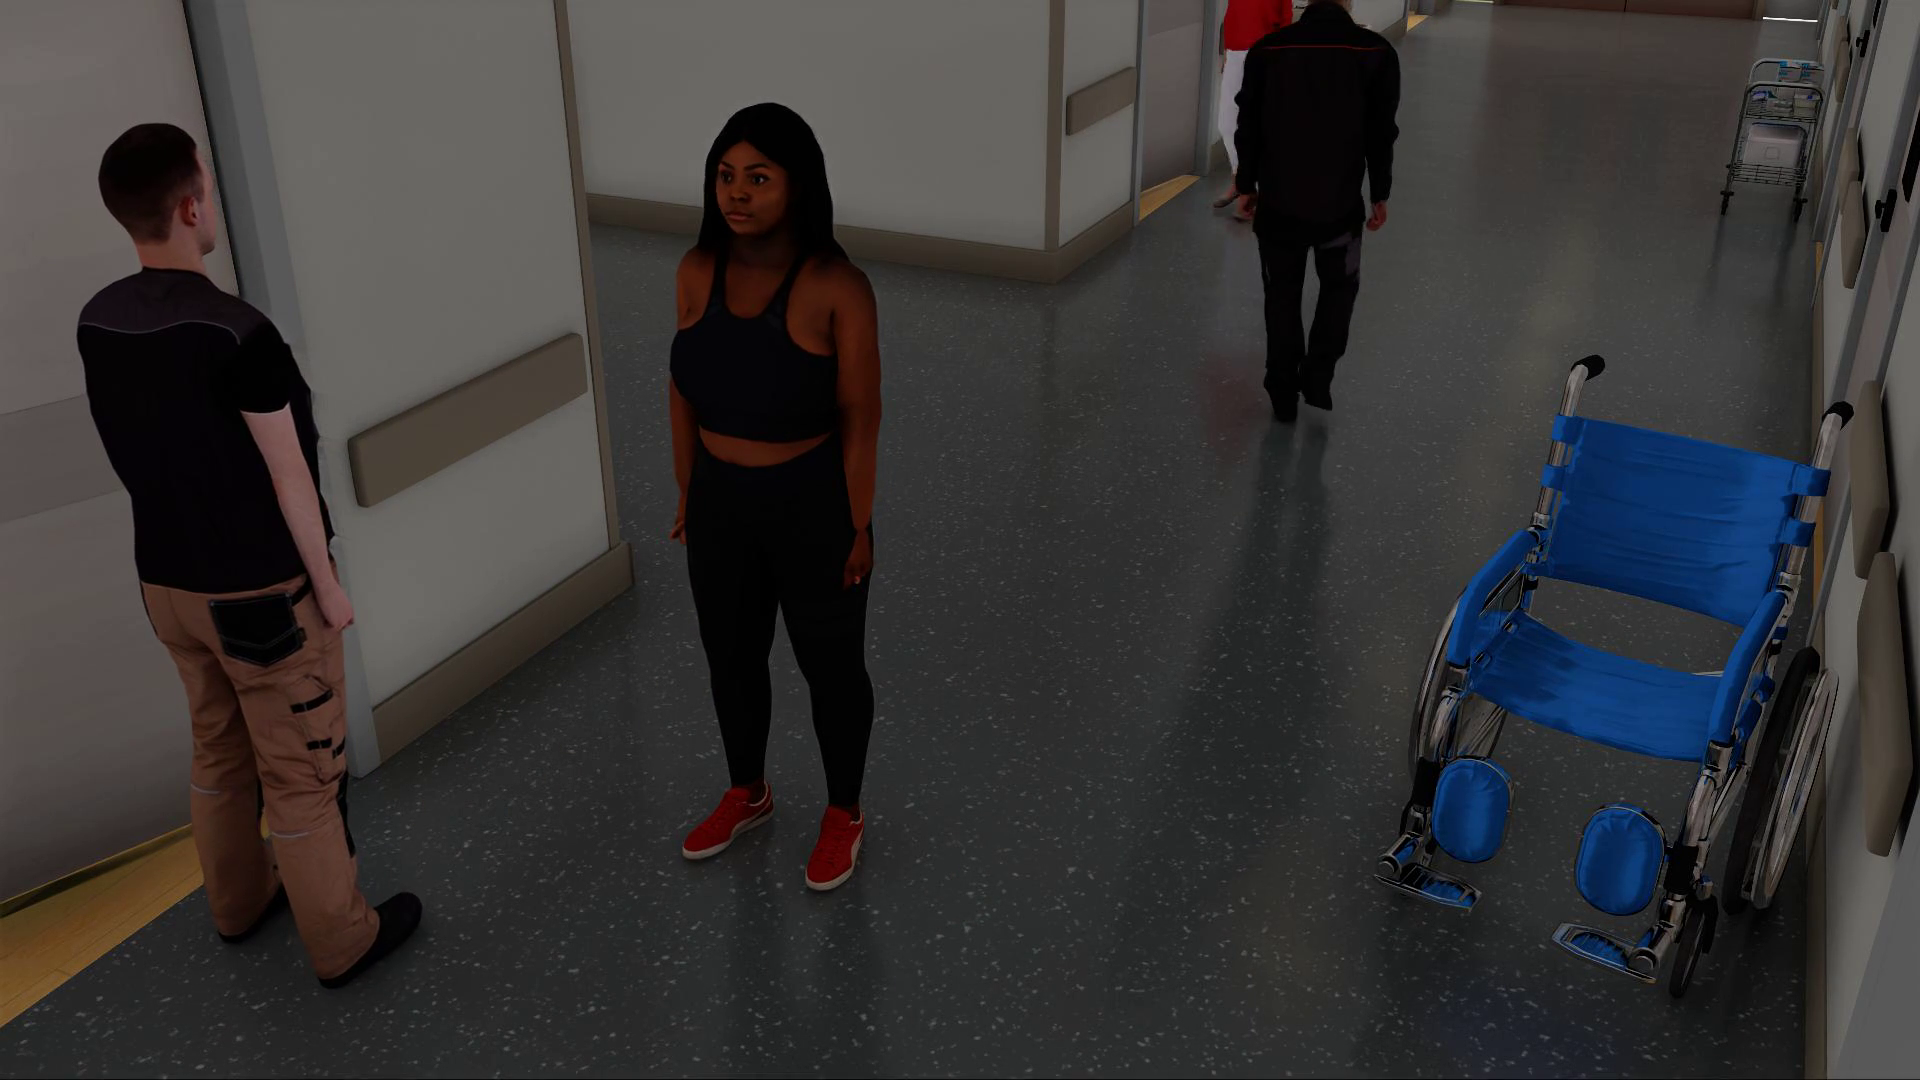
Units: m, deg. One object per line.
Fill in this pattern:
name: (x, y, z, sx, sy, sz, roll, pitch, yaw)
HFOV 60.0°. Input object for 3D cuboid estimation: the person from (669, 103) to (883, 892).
person: (-0.413, -0.069, 3.757, 0.663, 1.812, 0.608, 10, 27, 19)

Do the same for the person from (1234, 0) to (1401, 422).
person: (1.331, -1.314, 6.288, 0.834, 1.855, 0.759, 6, 26, 13)

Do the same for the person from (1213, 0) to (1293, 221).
person: (1.658, -2.663, 9.275, 0.642, 1.691, 0.674, 22, 33, 38)

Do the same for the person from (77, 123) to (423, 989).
person: (-1.506, 0.076, 3.426, 0.681, 1.838, 0.595, 13, 29, 26)
